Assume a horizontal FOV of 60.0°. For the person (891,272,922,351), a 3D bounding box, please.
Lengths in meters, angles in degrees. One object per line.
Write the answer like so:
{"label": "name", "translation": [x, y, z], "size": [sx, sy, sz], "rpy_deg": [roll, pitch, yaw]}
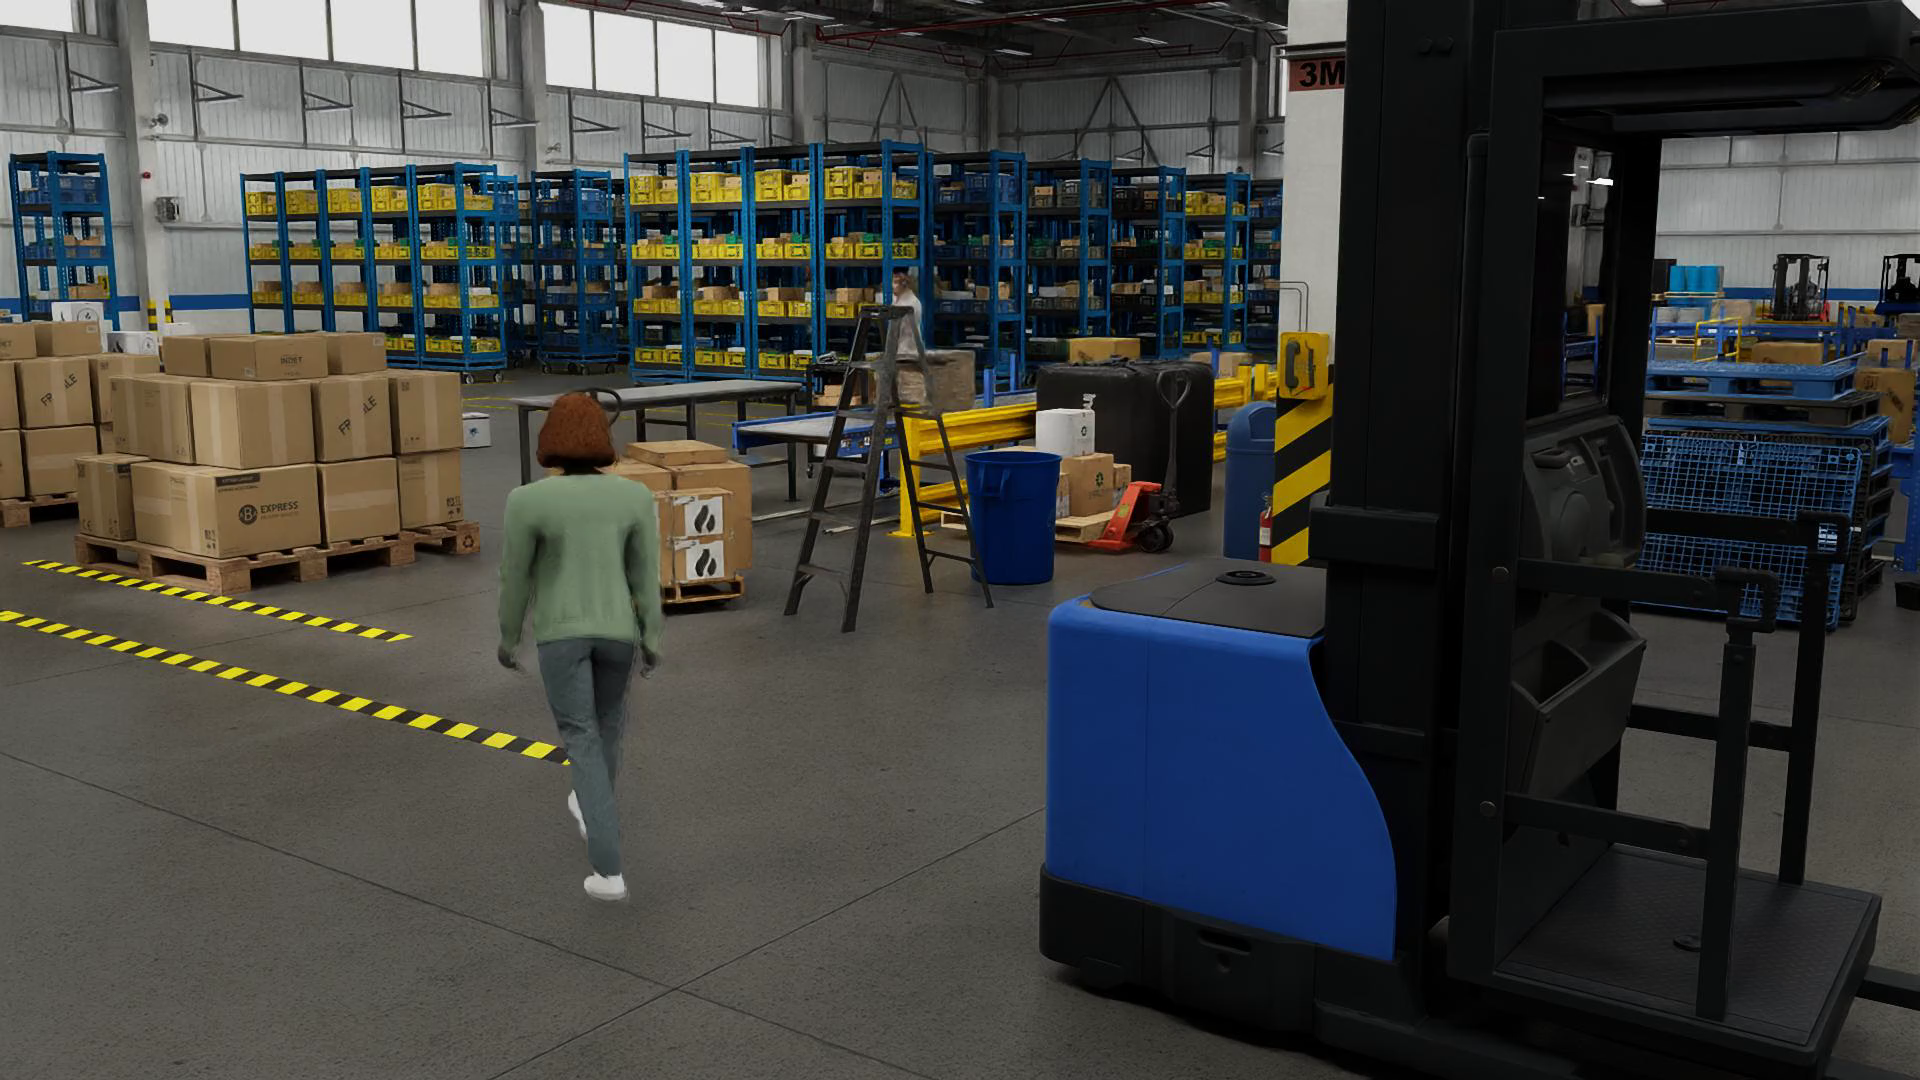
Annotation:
{"label": "person", "translation": [-0.645, -2.553, 21.742], "size": [0.809, 1.877, 0.656], "rpy_deg": [-4, 10, -24]}

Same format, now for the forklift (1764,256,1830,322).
{"label": "forklift", "translation": [20.253, -5.854, 40.139], "size": [1.157, 1.987, 2.680], "rpy_deg": [7, 12, 35]}

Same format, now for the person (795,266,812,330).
{"label": "person", "translation": [-2.748, -4.116, 30.870], "size": [1.017, 1.946, 0.633], "rpy_deg": [2, 10, 14]}

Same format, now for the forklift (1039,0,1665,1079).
{"label": "forklift", "translation": [1.249, -0.137, 4.360], "size": [1.873, 2.768, 1.129], "rpy_deg": [7, 12, 35]}

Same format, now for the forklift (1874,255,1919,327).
{"label": "forklift", "translation": [22.089, -5.634, 38.796], "size": [1.157, 1.987, 2.680], "rpy_deg": [6, 11, 33]}

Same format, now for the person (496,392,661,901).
{"label": "person", "translation": [-1.249, 0.320, 5.439], "size": [0.500, 1.590, 0.857], "rpy_deg": [-6, 11, -33]}

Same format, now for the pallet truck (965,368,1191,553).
{"label": "pallet truck", "translation": [0.845, -0.609, 11.869], "size": [1.630, 1.274, 0.653], "rpy_deg": [7, 12, 35]}

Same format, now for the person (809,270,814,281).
{"label": "person", "translation": [-2.786, -4.219, 31.733], "size": [0.390, 1.850, 0.565], "rpy_deg": [-1, 10, -3]}

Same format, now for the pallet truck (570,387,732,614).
{"label": "pallet truck", "translation": [-1.981, -0.274, 10.088], "size": [0.680, 1.201, 1.601], "rpy_deg": [-5, 11, -28]}
